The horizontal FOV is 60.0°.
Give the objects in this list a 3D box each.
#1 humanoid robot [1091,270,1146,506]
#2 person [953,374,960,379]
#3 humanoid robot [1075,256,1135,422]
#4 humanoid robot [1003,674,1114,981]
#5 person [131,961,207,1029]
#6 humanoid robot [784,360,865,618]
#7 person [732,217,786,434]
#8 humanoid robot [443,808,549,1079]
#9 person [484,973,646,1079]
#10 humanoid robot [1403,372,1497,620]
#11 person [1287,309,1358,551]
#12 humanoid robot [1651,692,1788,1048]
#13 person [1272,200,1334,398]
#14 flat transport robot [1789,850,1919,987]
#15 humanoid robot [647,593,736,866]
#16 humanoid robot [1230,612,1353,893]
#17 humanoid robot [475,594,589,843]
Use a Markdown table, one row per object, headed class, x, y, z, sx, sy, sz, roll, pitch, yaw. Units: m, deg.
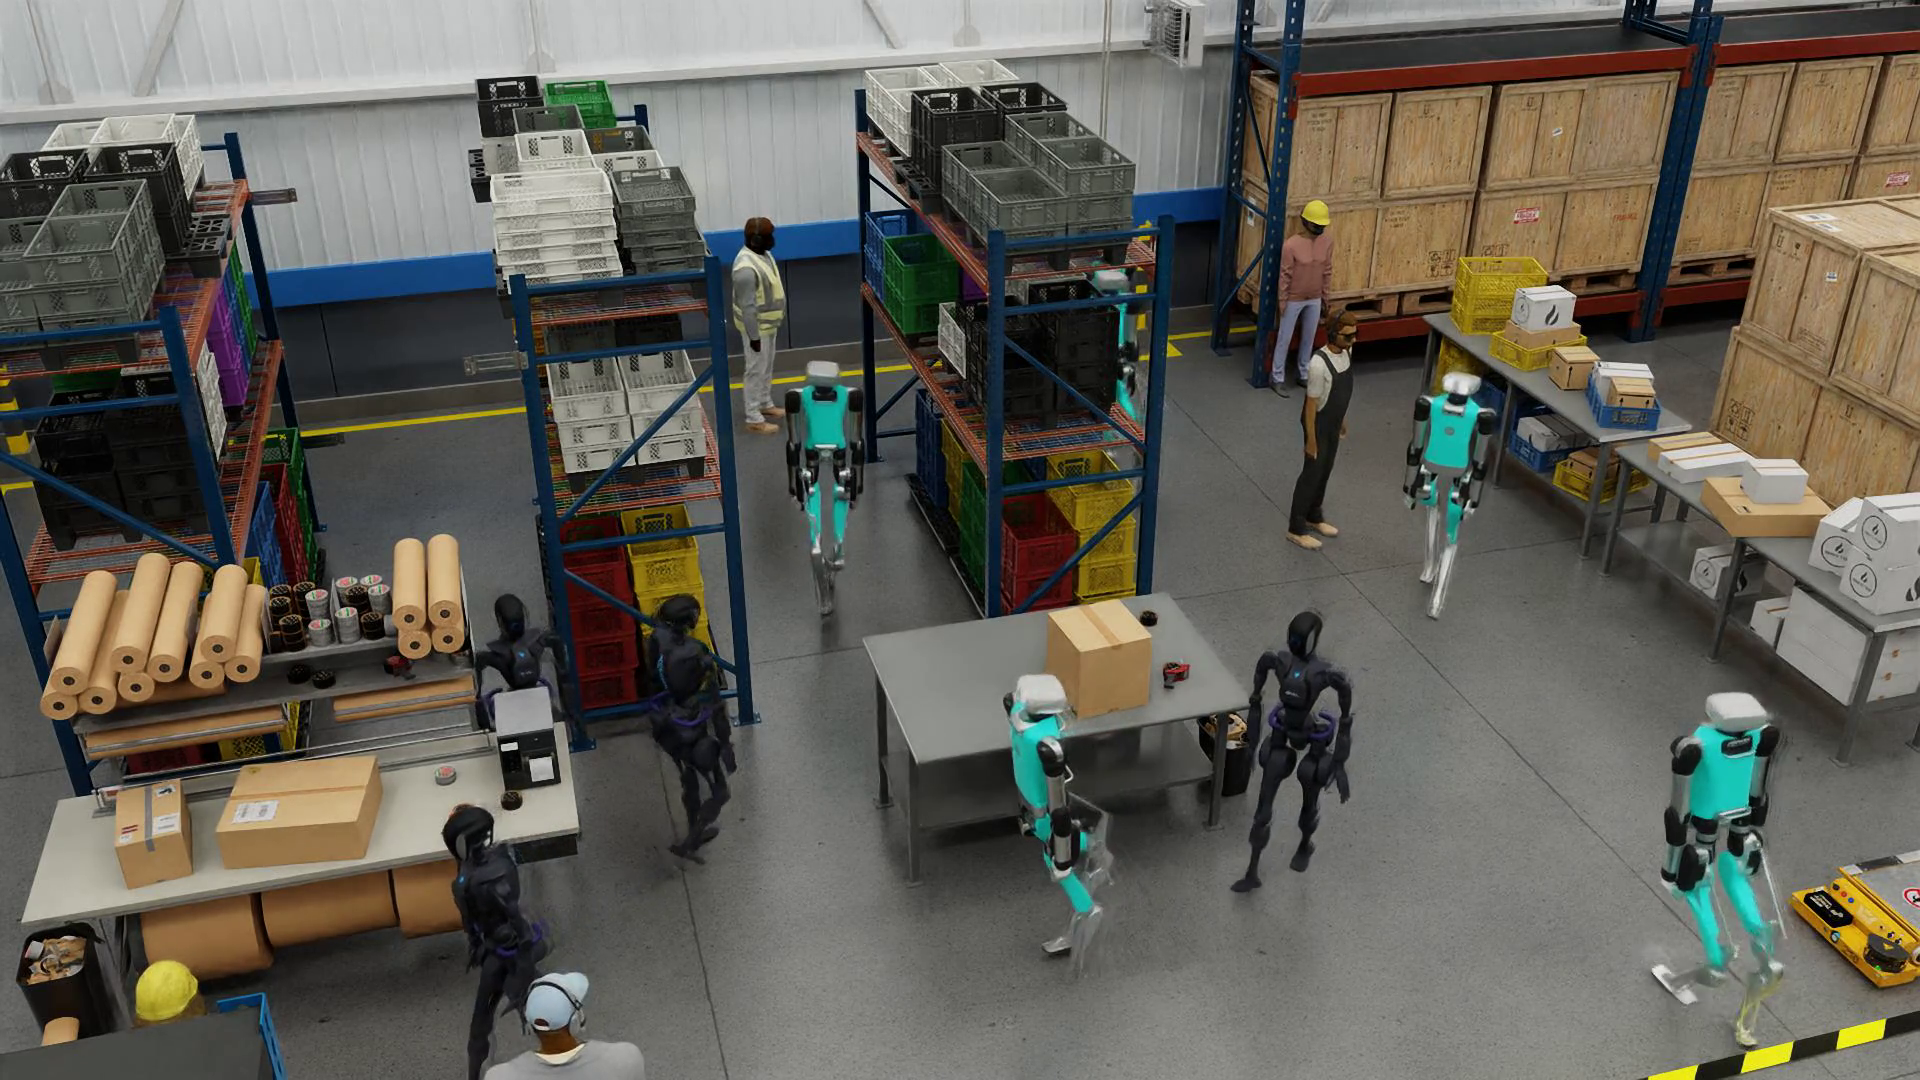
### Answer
| class | x | y | z | sx | sy | sz | roll | pitch | yaw |
| --- | --- | --- | --- | --- | --- | --- | --- | --- | --- |
| humanoid robot | 1.246 | -1.087 | 12.649 | 0.574 | 1.772 | 0.953 | -11 | 31 | -20 |
| person | 0.098 | -1.779 | 13.683 | 0.582 | 1.922 | 0.564 | -3 | 29 | -5 |
| humanoid robot | 1.011 | -1.668 | 13.628 | 0.550 | 1.760 | 0.729 | -17 | 33 | -28 |
| humanoid robot | 0.580 | 1.432 | 8.135 | 0.740 | 1.882 | 0.541 | -11 | 31 | -18 |
| person | -2.885 | 2.318 | 6.413 | 0.483 | 1.742 | 0.299 | -2 | 29 | -4 |
| humanoid robot | -0.883 | -0.248 | 11.143 | 0.533 | 1.770 | 1.030 | -3 | 29 | -5 |
| person | -1.647 | -1.782 | 13.784 | 0.432 | 1.835 | 0.625 | 4 | 29 | 7 |
| humanoid robot | -2.045 | 1.877 | 7.305 | 0.674 | 1.634 | 0.609 | -23 | 36 | -36 |
| person | -1.424 | 2.352 | 6.242 | 0.588 | 1.850 | 0.396 | -7 | 30 | -13 |
| humanoid robot | 3.315 | -0.371 | 11.328 | 0.543 | 1.769 | 0.910 | 13 | 31 | 23 |
| person | 2.631 | -0.804 | 12.002 | 0.338 | 1.839 | 0.507 | 20 | 35 | 32 |
| humanoid robot | 3.609 | 1.623 | 7.718 | 0.552 | 1.775 | 0.812 | -8 | 30 | -14 |
| person | 2.990 | -2.093 | 14.424 | 0.523 | 1.761 | 0.336 | -11 | 31 | -19 |
| flat transport robot | 5.163 | 1.916 | 8.676 | 1.431 | 0.231 | 0.659 | -8 | 30 | -14 |
| humanoid robot | -1.499 | 1.016 | 8.857 | 0.603 | 1.648 | 0.419 | 22 | 36 | 34 |
| humanoid robot | 1.753 | 1.133 | 8.659 | 0.602 | 1.637 | 0.694 | 16 | 32 | 26 |
| humanoid robot | -2.325 | 0.967 | 8.943 | 0.593 | 1.636 | 0.399 | -18 | 34 | -30 |
